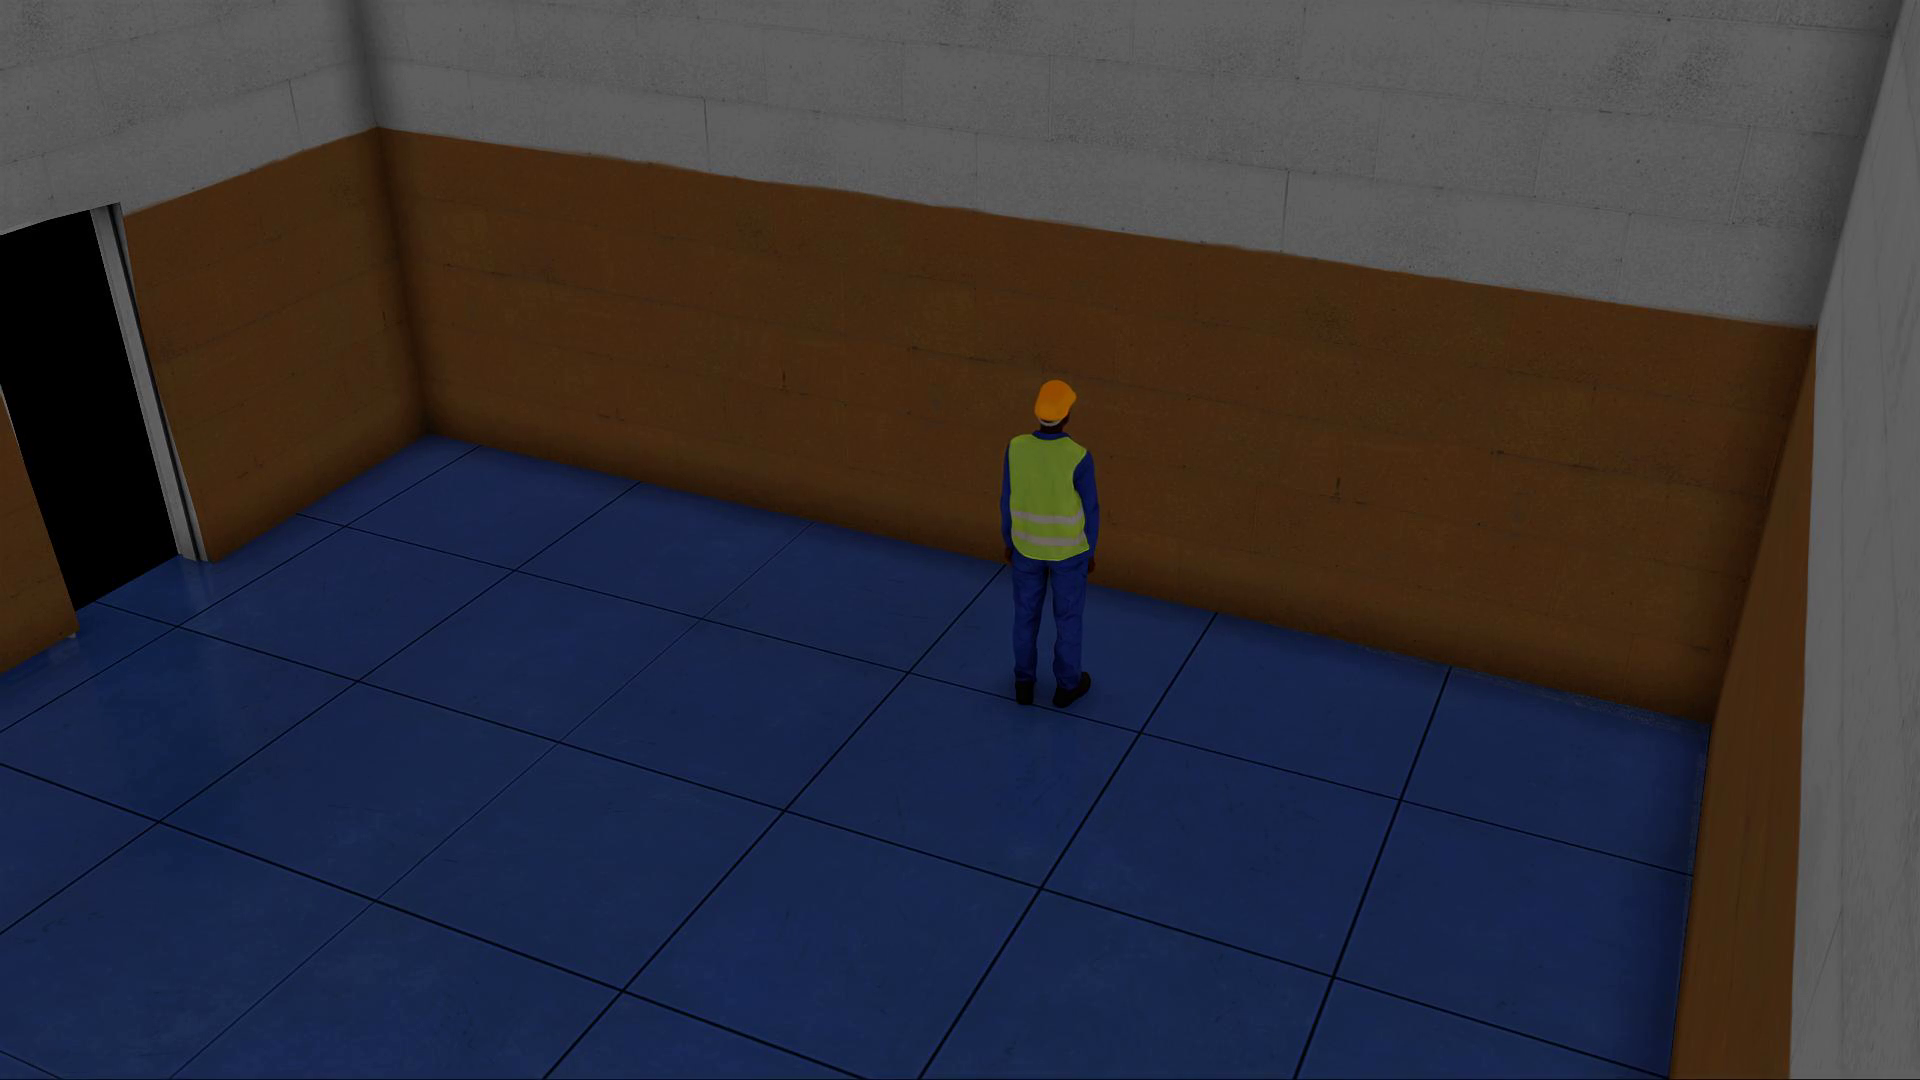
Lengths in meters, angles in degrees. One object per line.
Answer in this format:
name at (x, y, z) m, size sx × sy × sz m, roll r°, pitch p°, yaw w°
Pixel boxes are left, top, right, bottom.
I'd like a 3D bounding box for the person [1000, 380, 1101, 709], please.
person at (0.450, 0.026, 8.441) m, size 0.569 × 1.813 × 0.757 m, roll 8°, pitch 30°, yaw 14°
